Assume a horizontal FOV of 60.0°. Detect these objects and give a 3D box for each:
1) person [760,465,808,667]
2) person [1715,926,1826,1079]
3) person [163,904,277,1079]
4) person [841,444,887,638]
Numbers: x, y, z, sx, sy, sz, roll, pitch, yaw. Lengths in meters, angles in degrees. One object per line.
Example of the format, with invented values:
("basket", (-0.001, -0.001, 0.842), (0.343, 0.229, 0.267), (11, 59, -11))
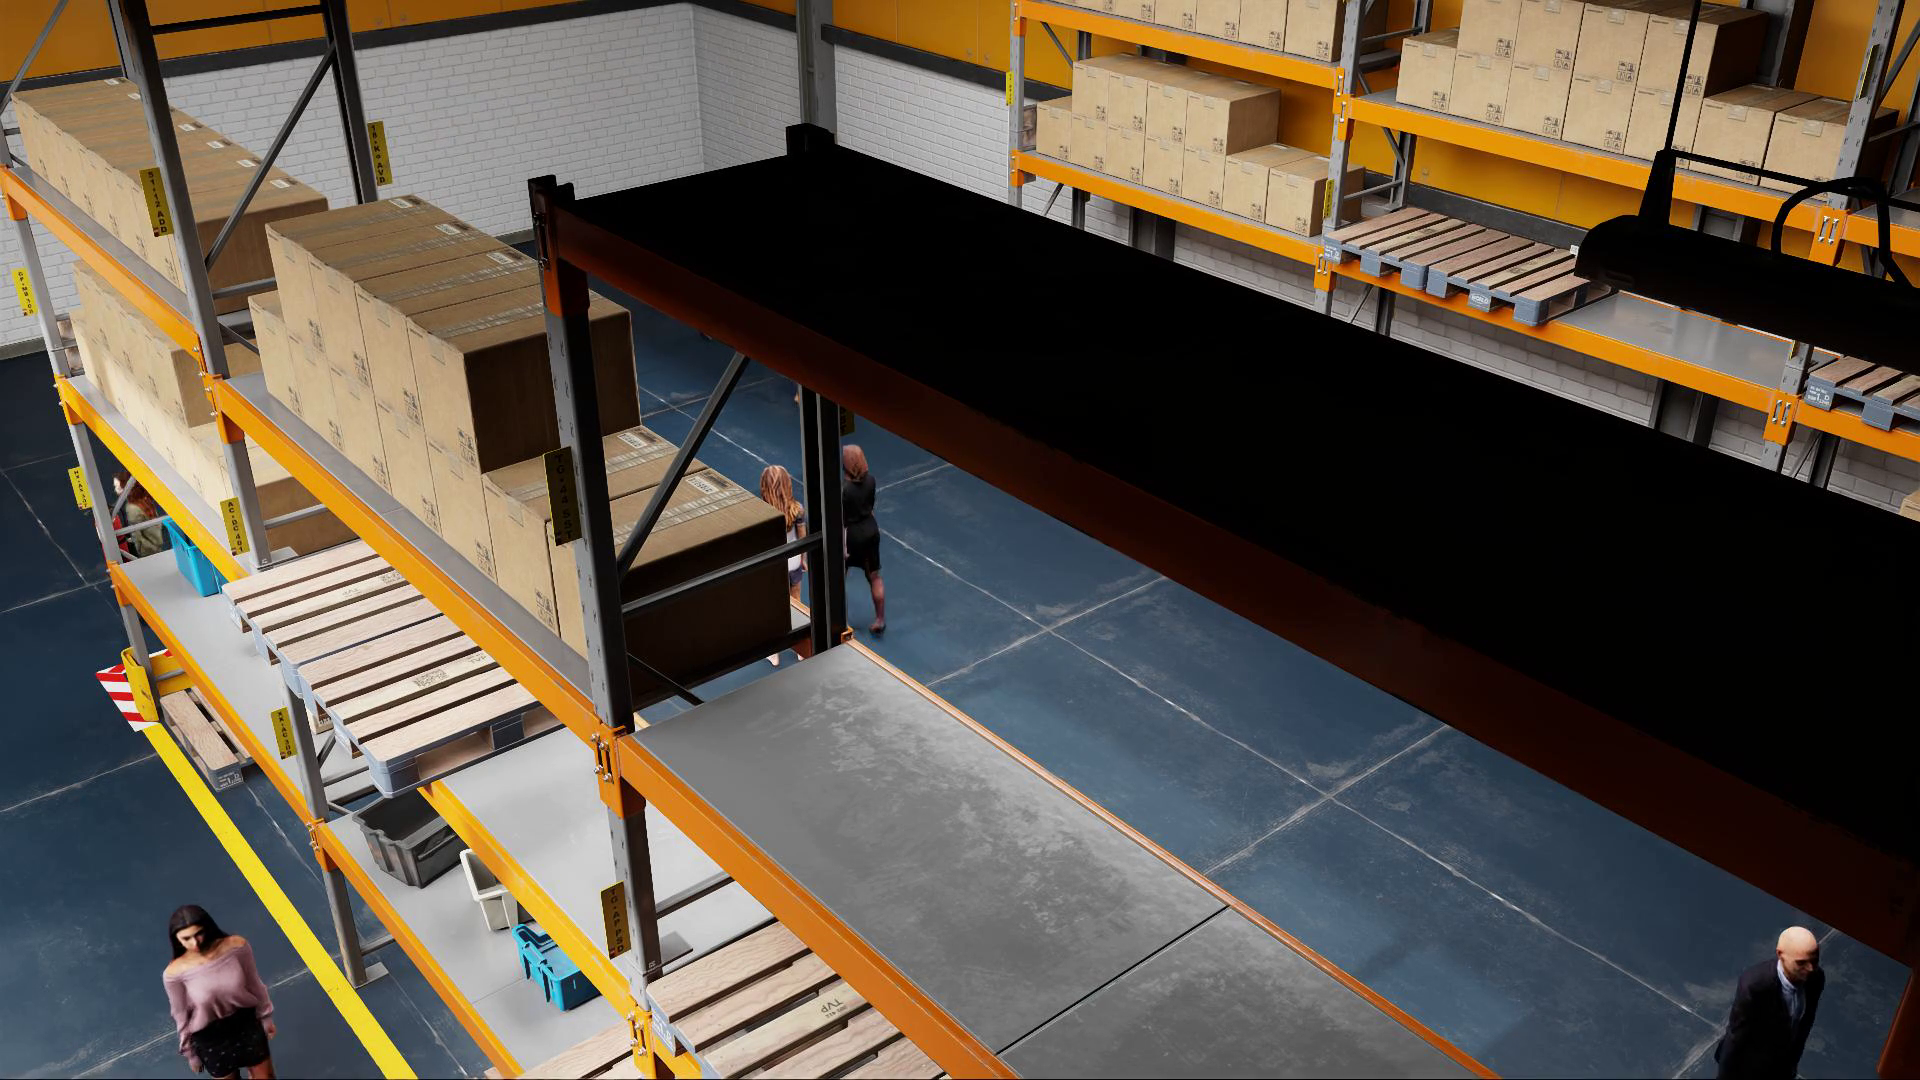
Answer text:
("person", (-1.437, 0.207, 13.247), (0.680, 1.729, 0.671), (-8, 30, -15))
("person", (4.125, 2.678, 8.657), (0.922, 1.787, 1.029), (-5, 29, -9))
("person", (-3.899, 2.587, 8.812), (0.655, 1.799, 0.712), (-20, 34, -32))
("person", (-0.768, 0.033, 13.630), (0.638, 1.667, 1.013), (-25, 37, -38))
